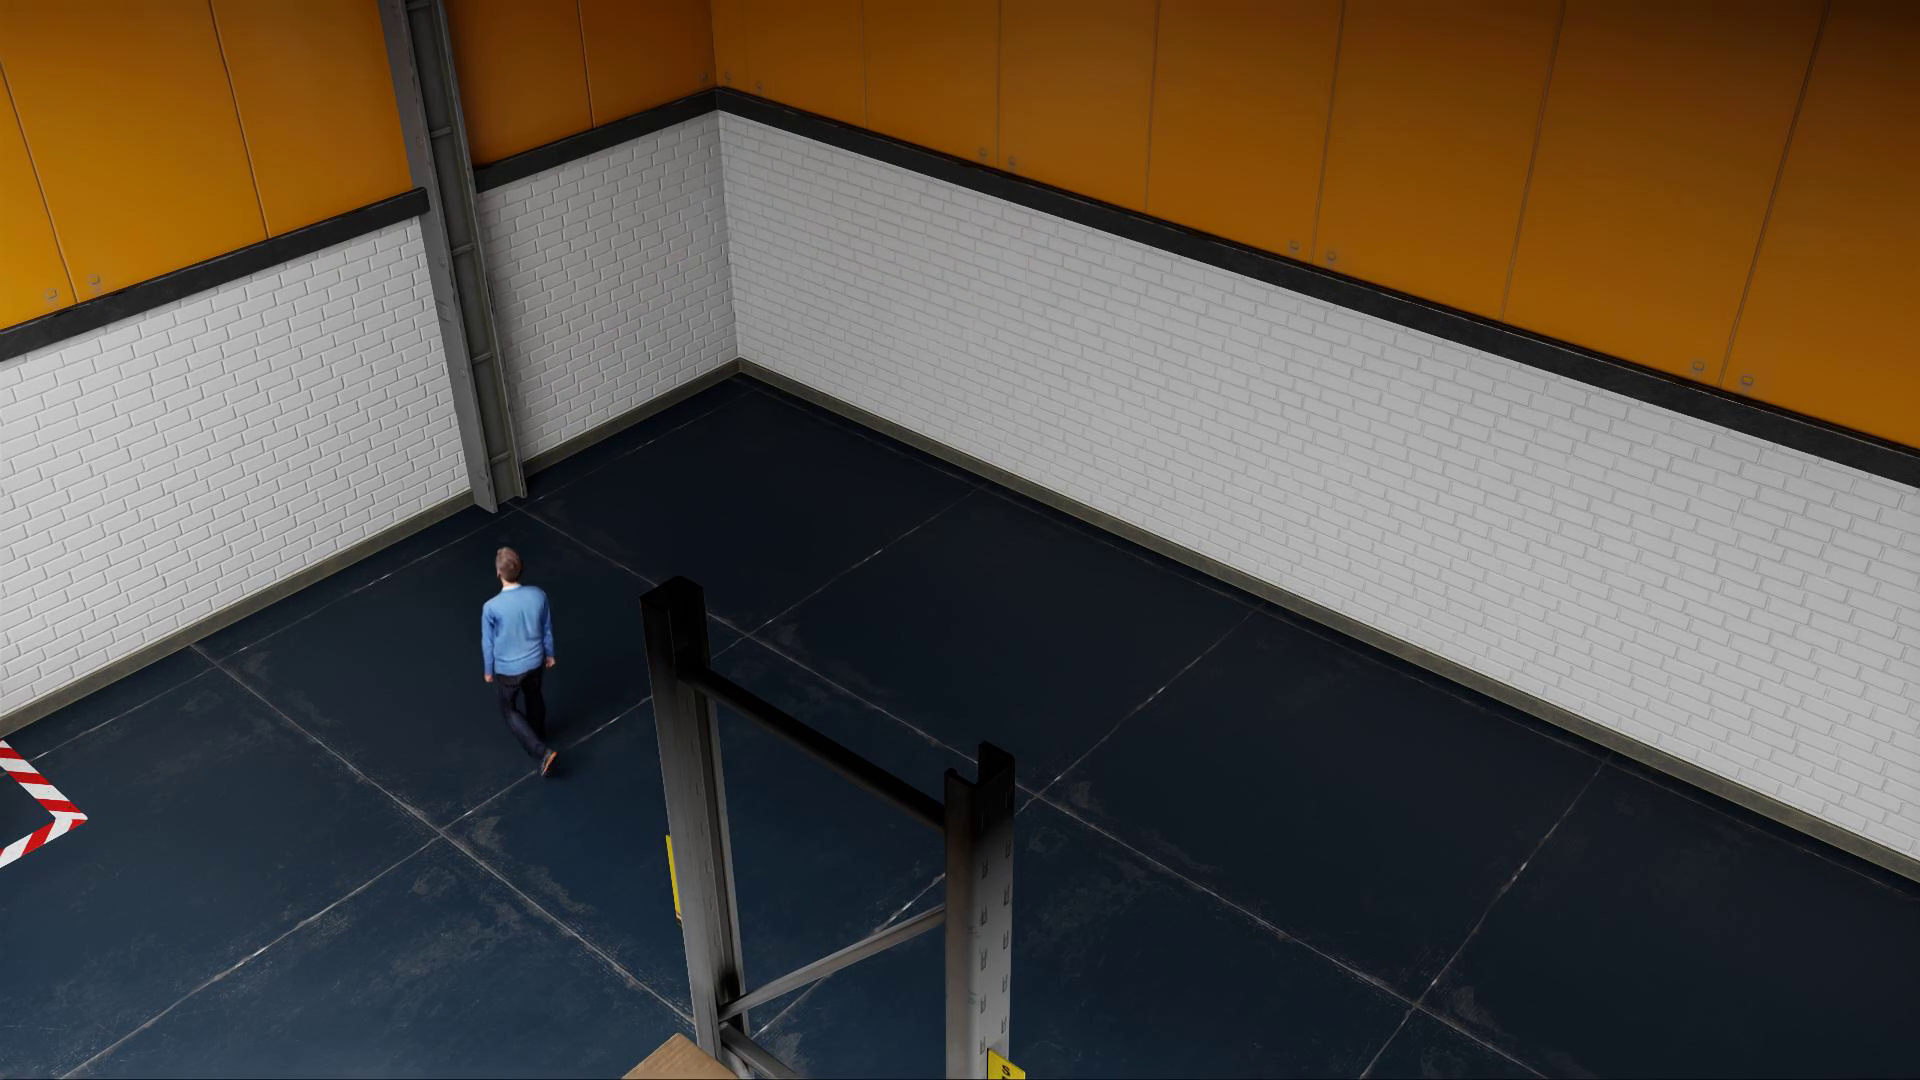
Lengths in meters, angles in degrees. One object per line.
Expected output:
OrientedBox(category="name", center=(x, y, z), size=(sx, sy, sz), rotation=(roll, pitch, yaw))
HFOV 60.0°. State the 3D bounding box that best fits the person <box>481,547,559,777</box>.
OrientedBox(category="person", center=(-3.121, 0.883, 11.839), size=(0.990, 1.799, 0.838), rotation=(-25, 41, -32))
